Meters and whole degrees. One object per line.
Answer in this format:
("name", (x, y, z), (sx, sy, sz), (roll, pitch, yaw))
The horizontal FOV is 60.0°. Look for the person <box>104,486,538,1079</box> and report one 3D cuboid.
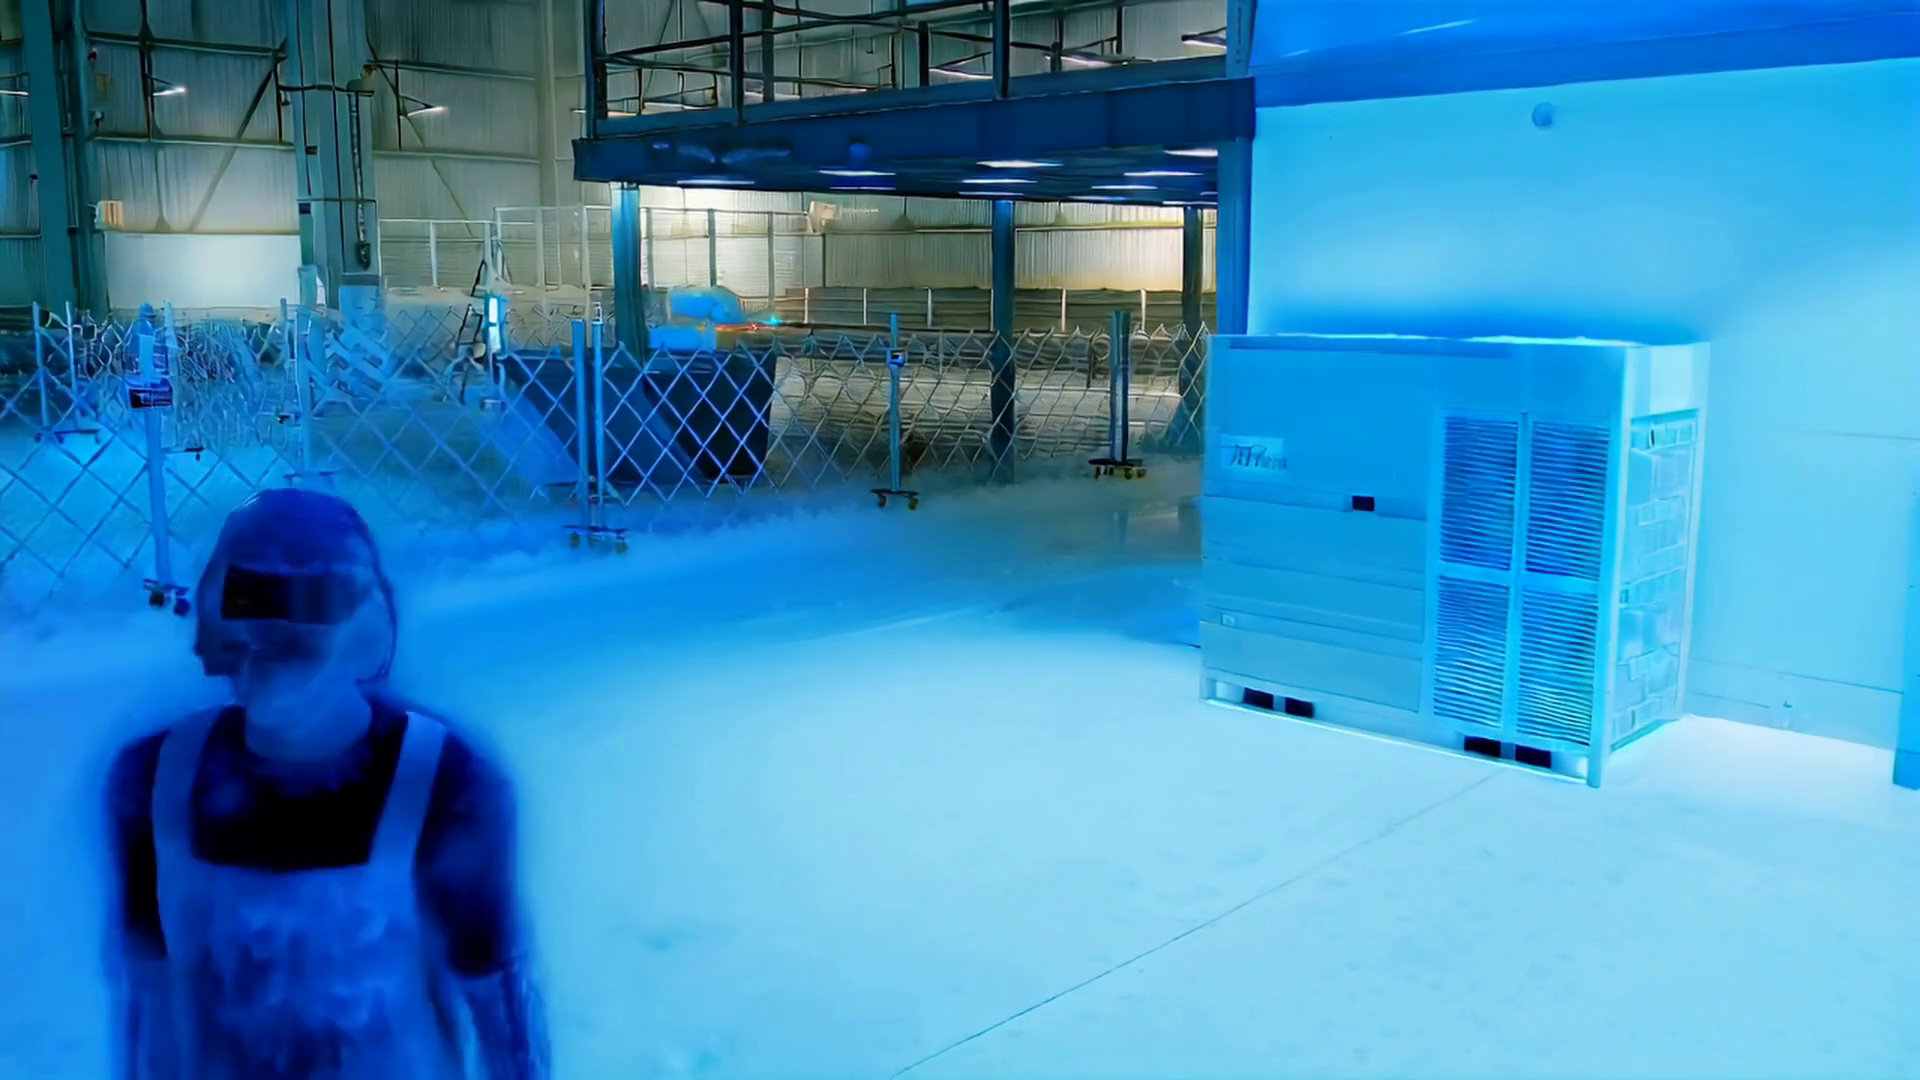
("person", (-0.777, 0.850, 1.993), (0.529, 1.816, 0.744), (0, 9, -2))
